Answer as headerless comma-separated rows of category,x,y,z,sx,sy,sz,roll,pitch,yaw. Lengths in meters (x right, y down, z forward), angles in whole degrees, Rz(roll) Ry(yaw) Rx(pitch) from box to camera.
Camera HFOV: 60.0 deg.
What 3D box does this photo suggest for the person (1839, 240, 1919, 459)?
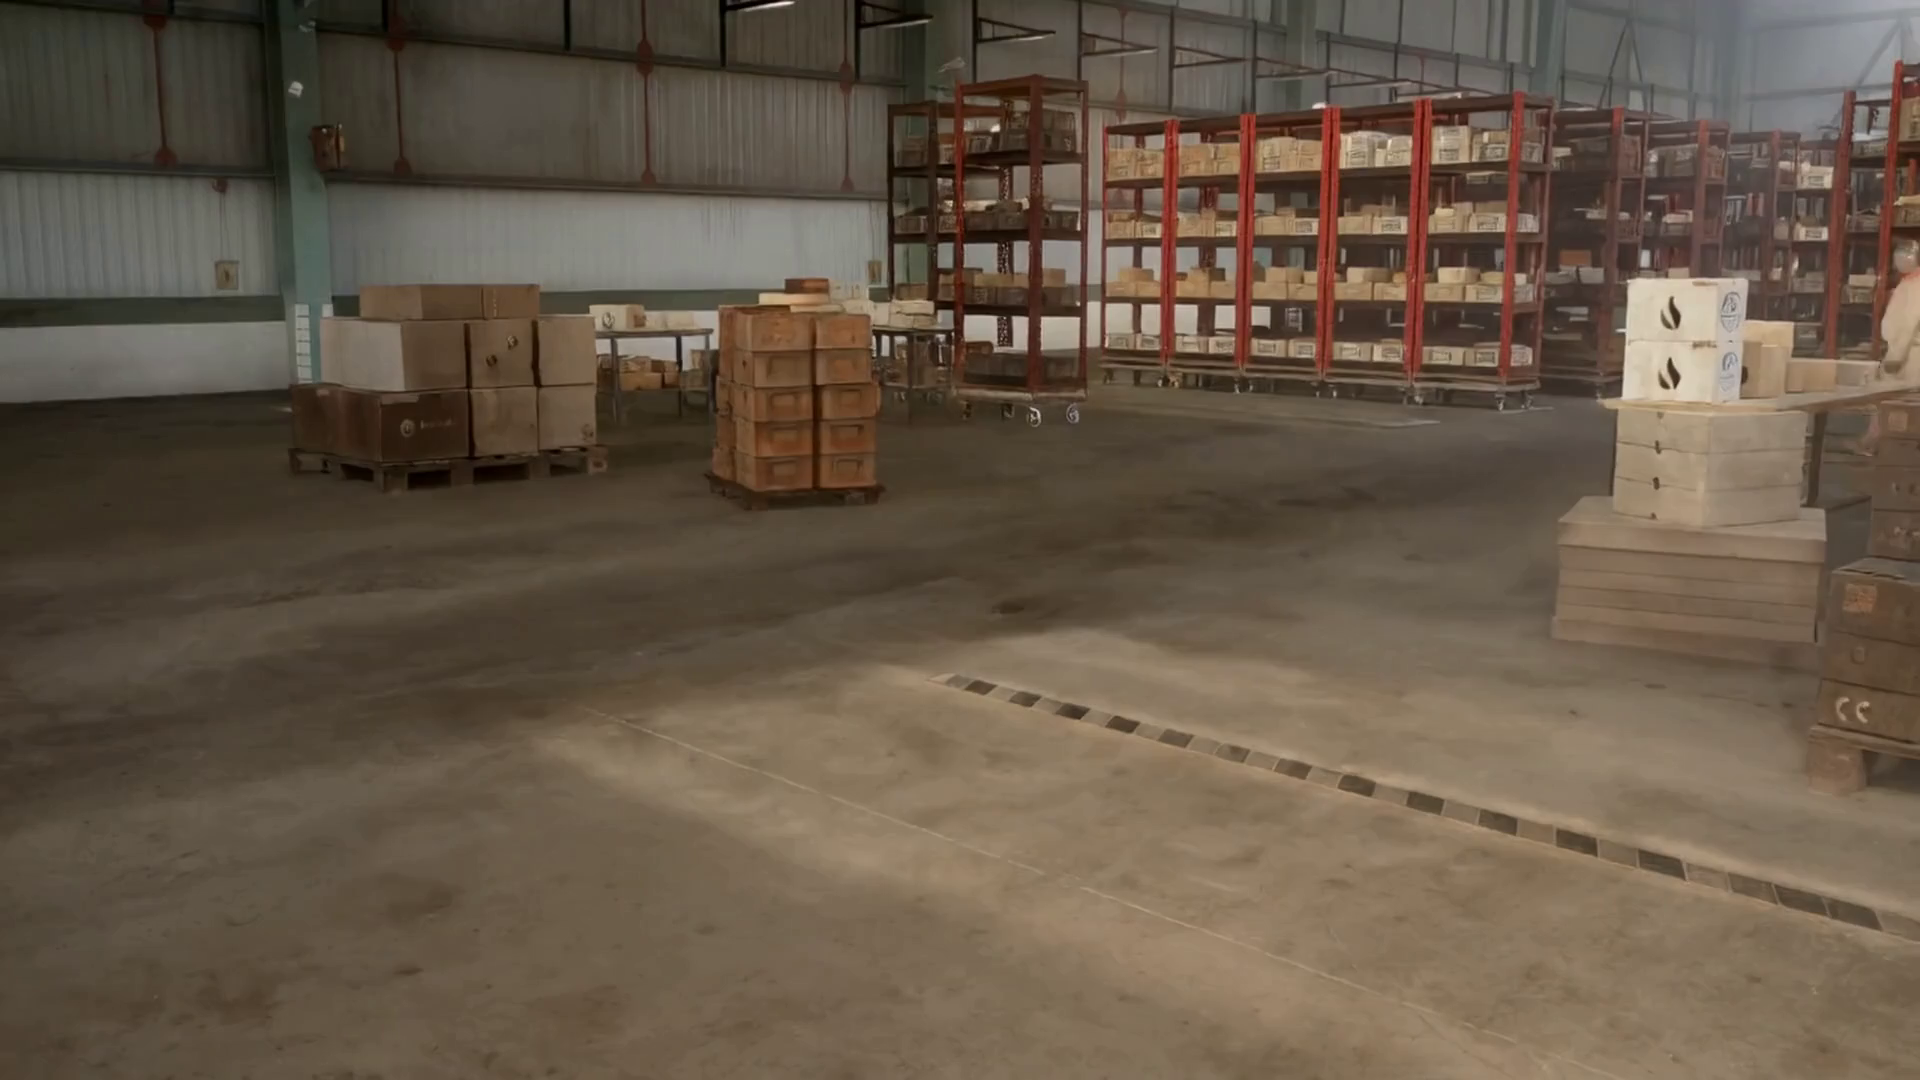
person,7.892,-1.588,14.134,0.785,1.881,0.673,5,11,27
